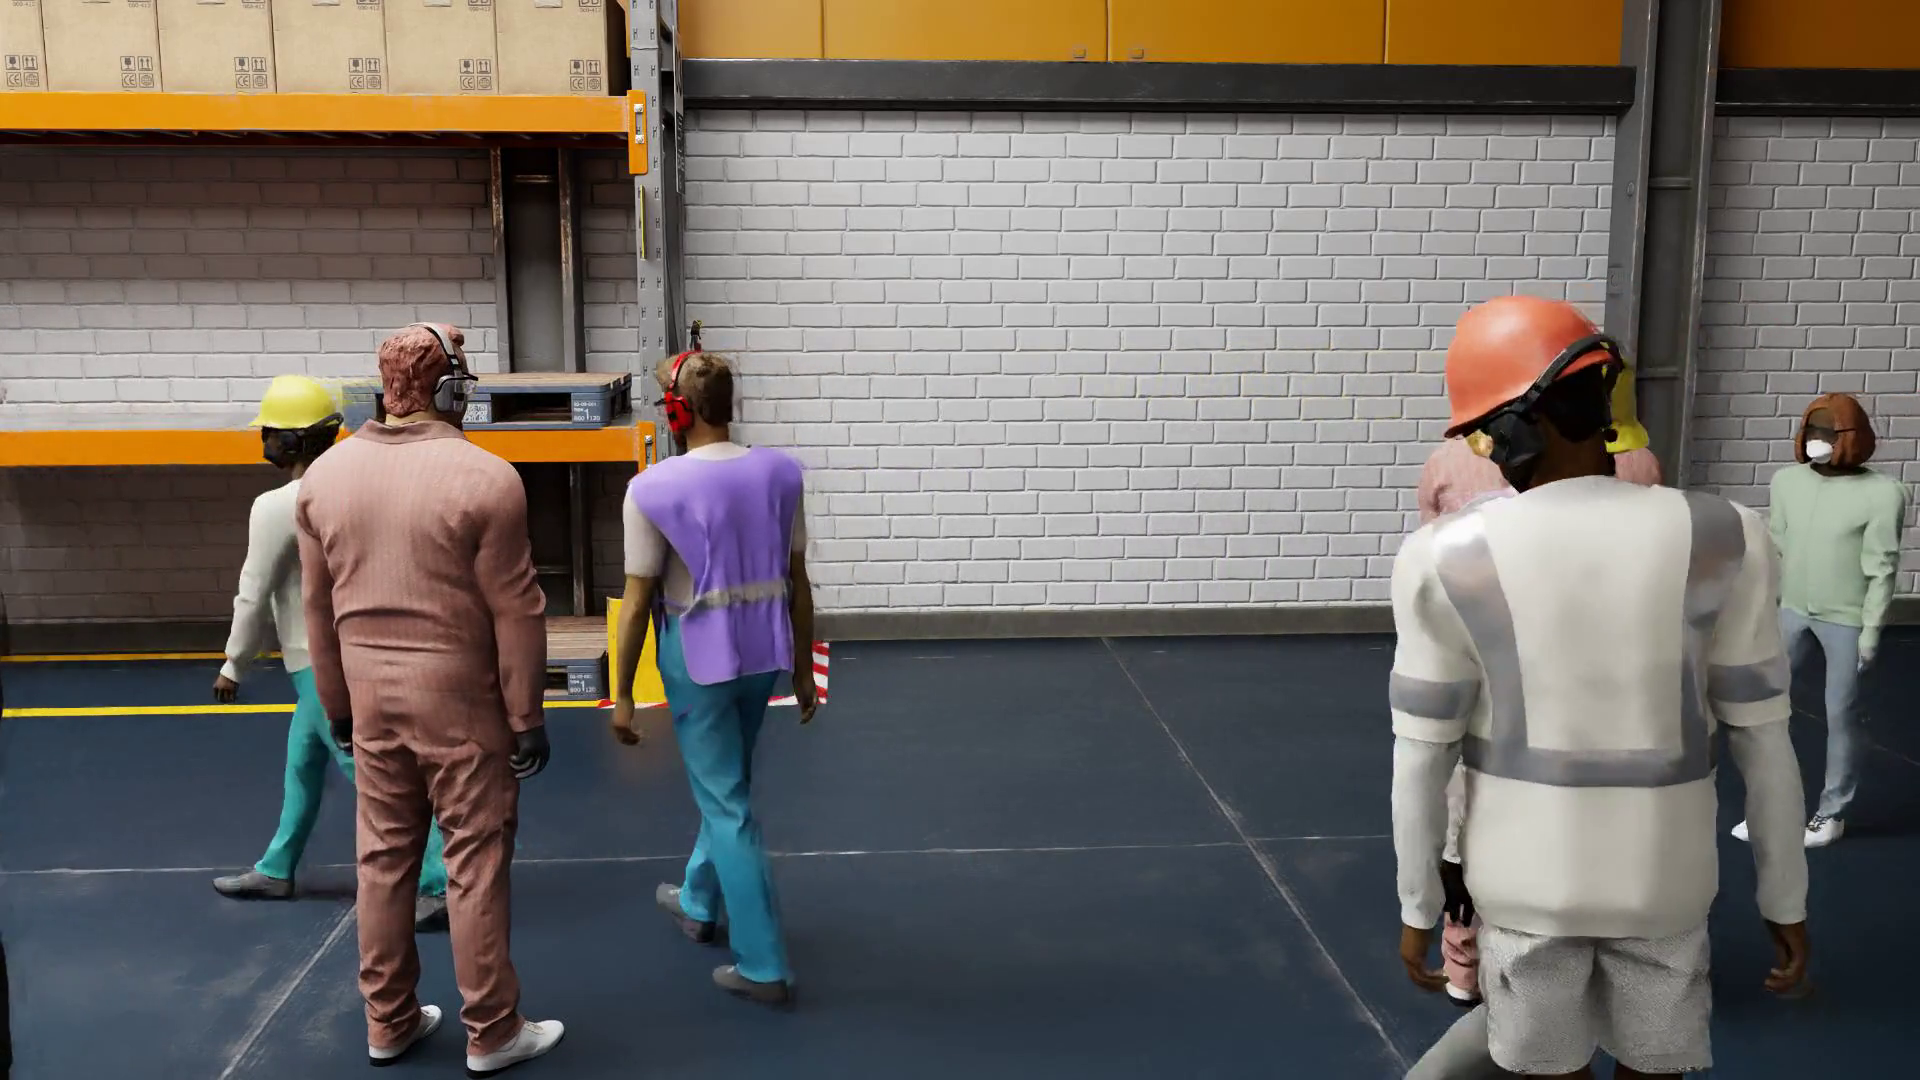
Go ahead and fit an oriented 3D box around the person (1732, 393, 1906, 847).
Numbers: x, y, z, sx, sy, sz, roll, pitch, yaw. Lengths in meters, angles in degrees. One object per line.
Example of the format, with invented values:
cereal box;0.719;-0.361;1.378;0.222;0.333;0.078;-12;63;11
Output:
person;2.975;0.297;5.801;0.541;1.611;0.519;-5;10;-29

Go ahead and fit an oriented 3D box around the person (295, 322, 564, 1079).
person;-1.323;0.406;4.233;0.650;1.906;0.401;3;9;17

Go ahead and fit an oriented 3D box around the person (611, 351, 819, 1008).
person;-0.757;0.370;4.763;0.582;1.800;0.896;-9;13;-43

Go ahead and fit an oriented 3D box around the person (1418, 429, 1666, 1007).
person;1.571;0.356;4.532;0.641;1.913;0.407;4;10;25

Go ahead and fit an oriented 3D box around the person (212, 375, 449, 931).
person;-1.939;0.351;5.158;0.947;1.720;0.521;1;9;8

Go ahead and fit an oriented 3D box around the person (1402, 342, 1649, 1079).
person;1.151;0.538;3.396;0.424;1.908;0.631;6;11;34

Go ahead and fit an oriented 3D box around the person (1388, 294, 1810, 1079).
person;1.067;0.594;2.794;0.703;1.989;0.552;1;9;8
